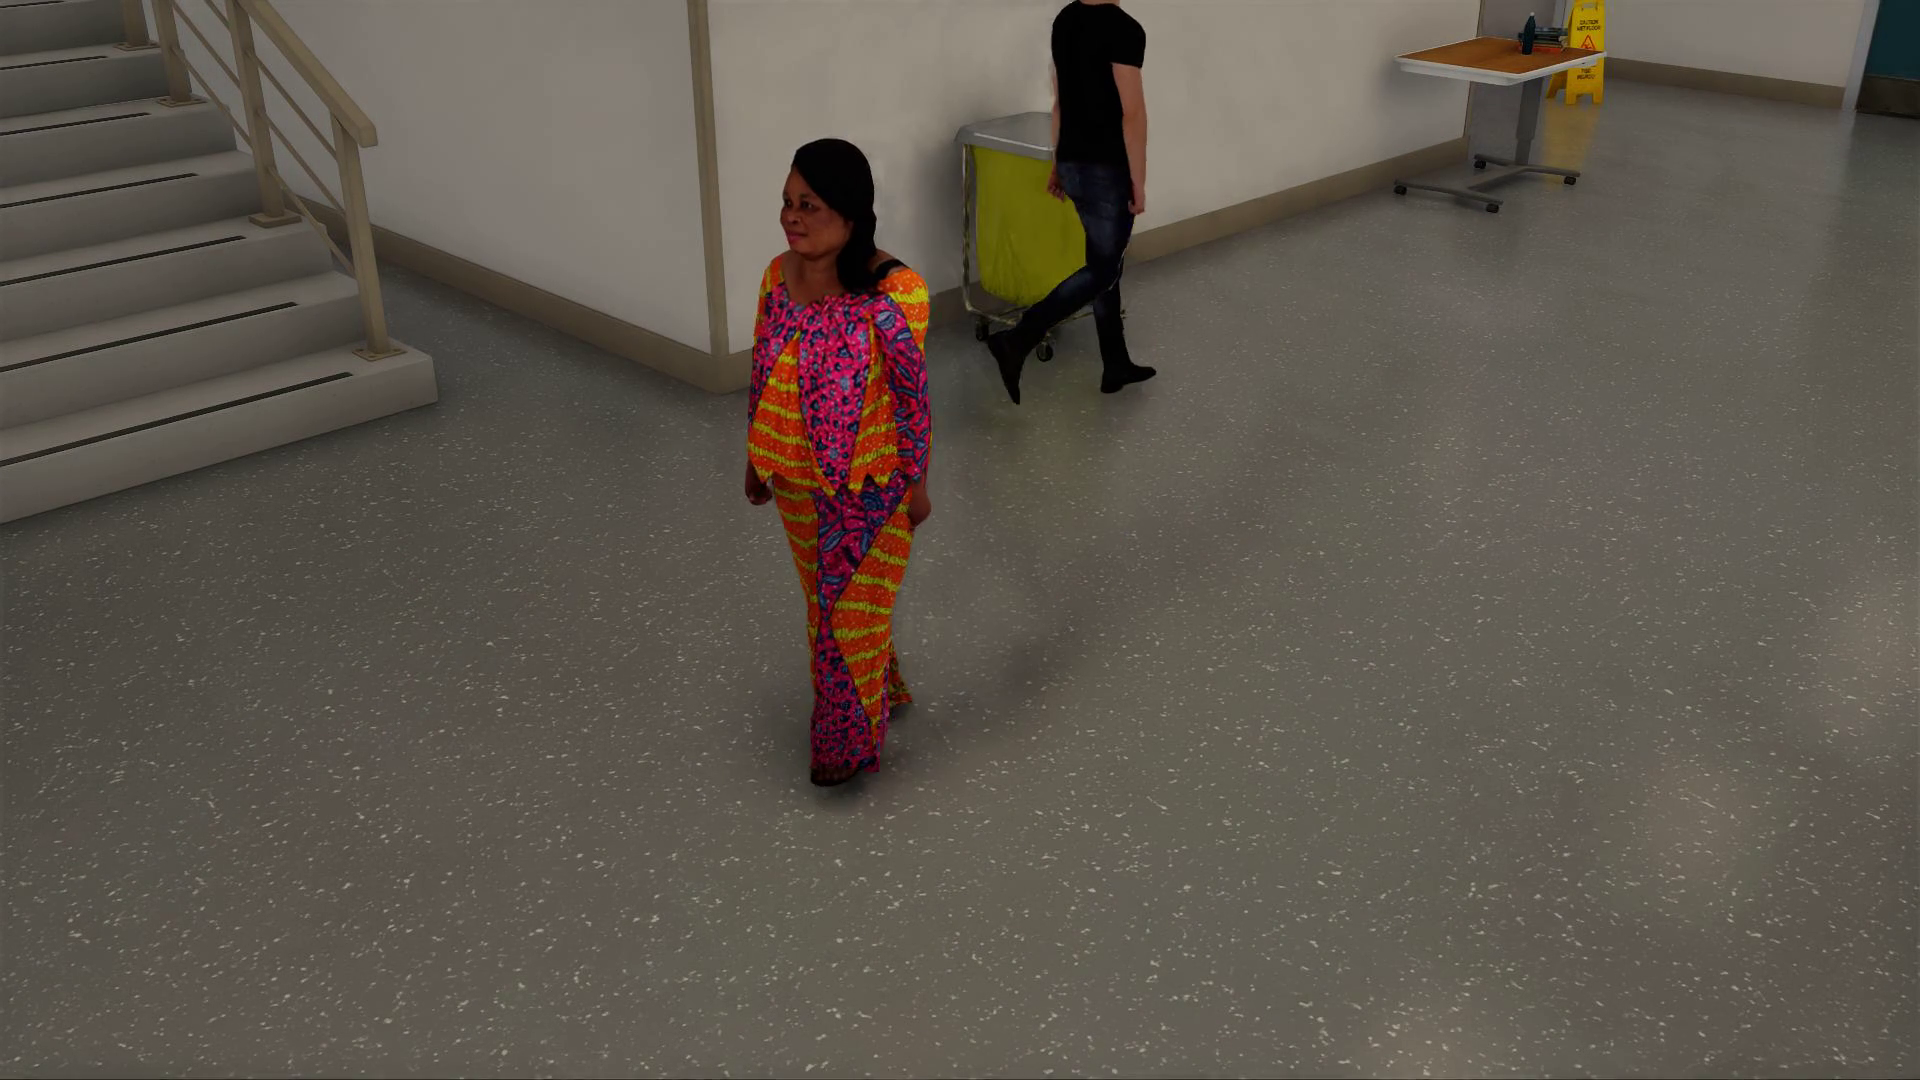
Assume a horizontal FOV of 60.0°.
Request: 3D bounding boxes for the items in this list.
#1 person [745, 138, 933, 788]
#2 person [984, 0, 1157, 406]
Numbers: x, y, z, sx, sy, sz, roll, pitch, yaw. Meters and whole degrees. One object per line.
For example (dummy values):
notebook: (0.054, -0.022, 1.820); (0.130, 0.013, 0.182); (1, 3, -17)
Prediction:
person: (-0.253, -0.208, 4.266); (0.752, 1.653, 0.774); (17, 31, 32)
person: (0.466, -1.422, 6.544); (0.895, 1.862, 1.116); (-15, 30, -28)
